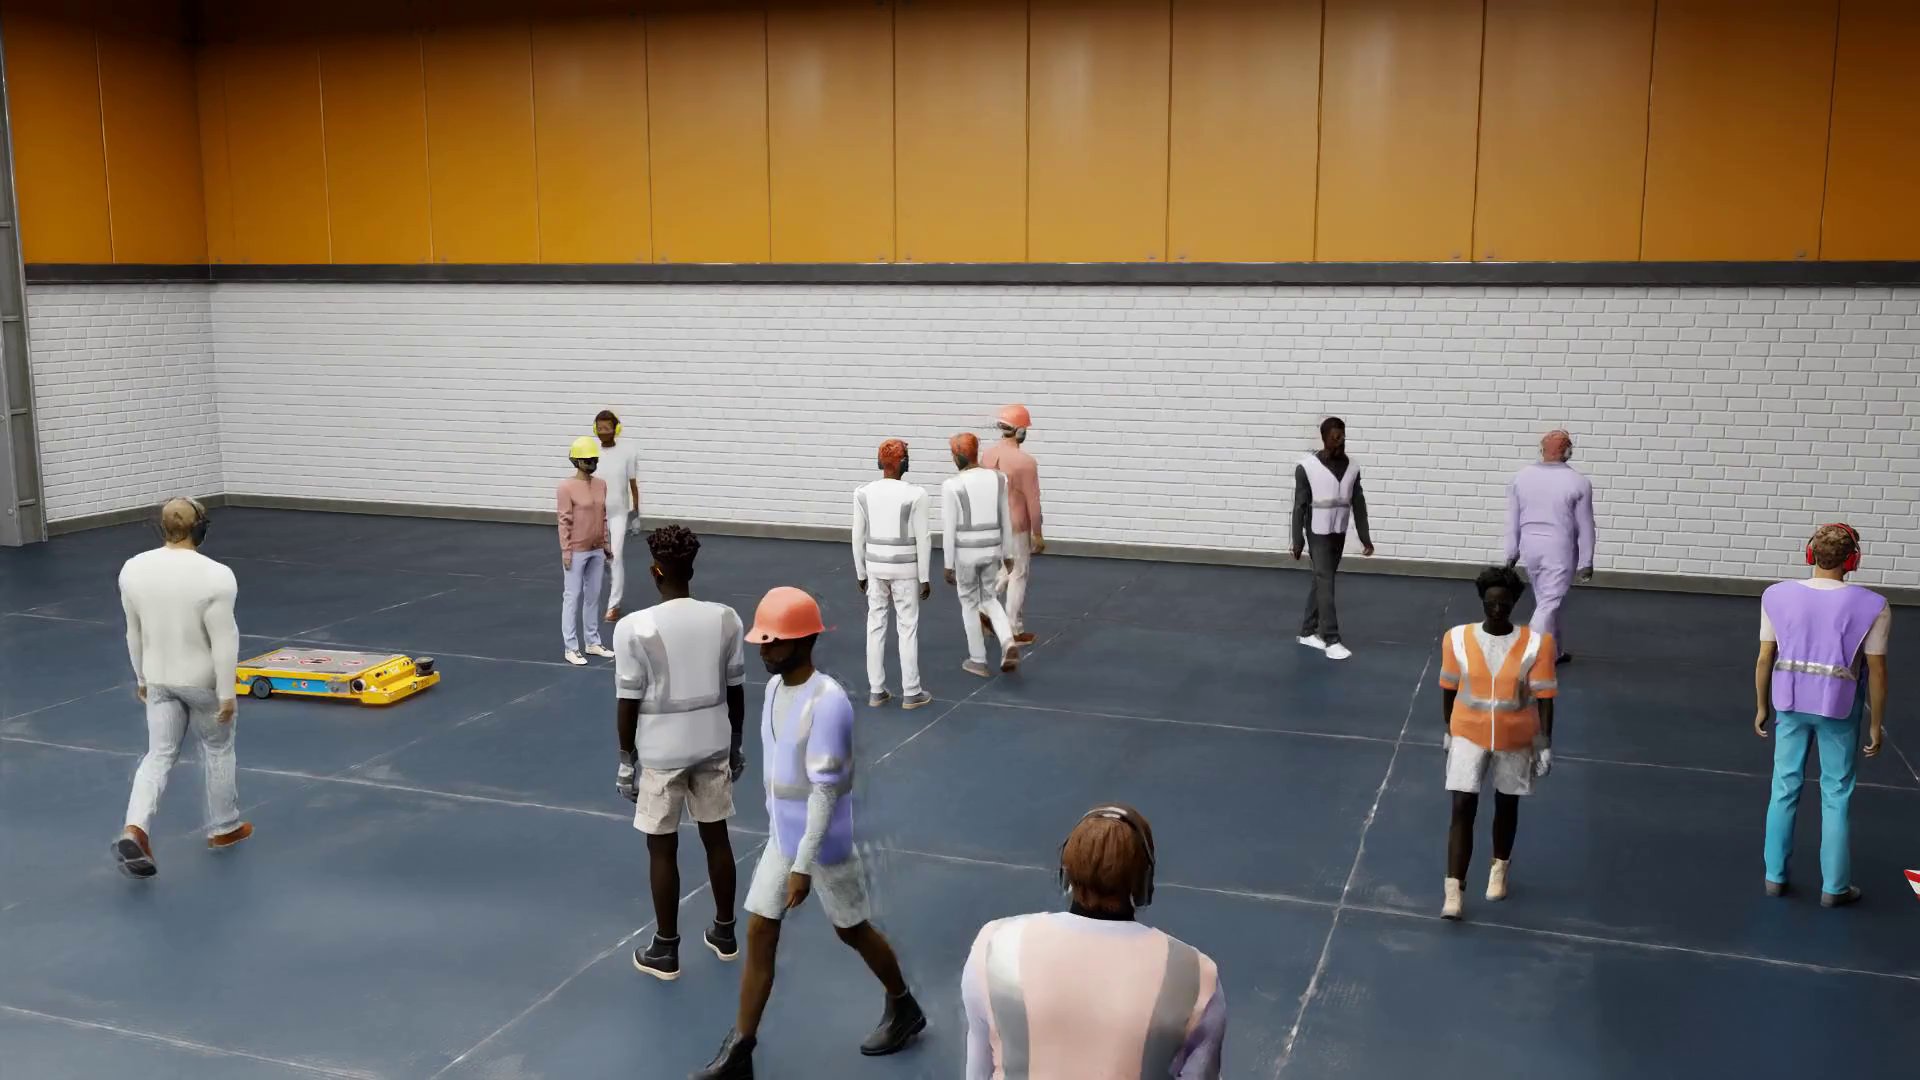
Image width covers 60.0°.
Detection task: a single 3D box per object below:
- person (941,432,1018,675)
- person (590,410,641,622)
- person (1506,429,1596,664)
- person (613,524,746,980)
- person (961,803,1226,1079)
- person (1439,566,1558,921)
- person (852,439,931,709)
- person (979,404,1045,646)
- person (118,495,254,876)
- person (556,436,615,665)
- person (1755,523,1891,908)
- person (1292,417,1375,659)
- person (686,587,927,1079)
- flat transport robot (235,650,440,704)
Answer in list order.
[{"bbox_3d":[0.156,0.125,12.344,0.611,1.859,0.592,-5,11,-29],"label":"person"},{"bbox_3d":[-3.058,-0.239,14.651,0.522,1.855,0.706,1,9,6],"label":"person"},{"bbox_3d":[4.442,0.091,12.539,0.979,1.865,0.650,-8,12,-40],"label":"person"},{"bbox_3d":[-1.215,0.904,7.260,0.619,1.952,0.397,-7,12,-38],"label":"person"},{"bbox_3d":[0.303,1.513,3.912,0.629,1.812,0.862,2,9,10],"label":"person"},{"bbox_3d":[2.502,0.958,7.791,0.544,1.658,0.825,3,10,20],"label":"person"},{"bbox_3d":[-0.468,0.237,11.591,0.574,1.882,0.358,4,10,21],"label":"person"},{"bbox_3d":[0.407,-0.107,13.413,0.470,1.977,0.627,-7,12,-37],"label":"person"},{"bbox_3d":[-3.967,0.732,8.433,0.630,1.917,0.867,1,9,4],"label":"person"},{"bbox_3d":[-2.906,0.076,12.946,0.317,1.769,0.522,6,11,31],"label":"person"},{"bbox_3d":[4.111,0.836,7.981,0.567,1.844,0.377,8,12,39],"label":"person"},{"bbox_3d":[2.980,-0.018,13.145,0.604,1.882,0.892,-5,10,-28],"label":"person"},{"bbox_3d":[-0.555,1.100,6.256,1.013,1.894,0.563,-7,12,-38],"label":"person"},{"bbox_3d":[-4.578,0.970,12.026,1.431,0.197,0.652,2,9,14],"label":"flat transport robot"}]
